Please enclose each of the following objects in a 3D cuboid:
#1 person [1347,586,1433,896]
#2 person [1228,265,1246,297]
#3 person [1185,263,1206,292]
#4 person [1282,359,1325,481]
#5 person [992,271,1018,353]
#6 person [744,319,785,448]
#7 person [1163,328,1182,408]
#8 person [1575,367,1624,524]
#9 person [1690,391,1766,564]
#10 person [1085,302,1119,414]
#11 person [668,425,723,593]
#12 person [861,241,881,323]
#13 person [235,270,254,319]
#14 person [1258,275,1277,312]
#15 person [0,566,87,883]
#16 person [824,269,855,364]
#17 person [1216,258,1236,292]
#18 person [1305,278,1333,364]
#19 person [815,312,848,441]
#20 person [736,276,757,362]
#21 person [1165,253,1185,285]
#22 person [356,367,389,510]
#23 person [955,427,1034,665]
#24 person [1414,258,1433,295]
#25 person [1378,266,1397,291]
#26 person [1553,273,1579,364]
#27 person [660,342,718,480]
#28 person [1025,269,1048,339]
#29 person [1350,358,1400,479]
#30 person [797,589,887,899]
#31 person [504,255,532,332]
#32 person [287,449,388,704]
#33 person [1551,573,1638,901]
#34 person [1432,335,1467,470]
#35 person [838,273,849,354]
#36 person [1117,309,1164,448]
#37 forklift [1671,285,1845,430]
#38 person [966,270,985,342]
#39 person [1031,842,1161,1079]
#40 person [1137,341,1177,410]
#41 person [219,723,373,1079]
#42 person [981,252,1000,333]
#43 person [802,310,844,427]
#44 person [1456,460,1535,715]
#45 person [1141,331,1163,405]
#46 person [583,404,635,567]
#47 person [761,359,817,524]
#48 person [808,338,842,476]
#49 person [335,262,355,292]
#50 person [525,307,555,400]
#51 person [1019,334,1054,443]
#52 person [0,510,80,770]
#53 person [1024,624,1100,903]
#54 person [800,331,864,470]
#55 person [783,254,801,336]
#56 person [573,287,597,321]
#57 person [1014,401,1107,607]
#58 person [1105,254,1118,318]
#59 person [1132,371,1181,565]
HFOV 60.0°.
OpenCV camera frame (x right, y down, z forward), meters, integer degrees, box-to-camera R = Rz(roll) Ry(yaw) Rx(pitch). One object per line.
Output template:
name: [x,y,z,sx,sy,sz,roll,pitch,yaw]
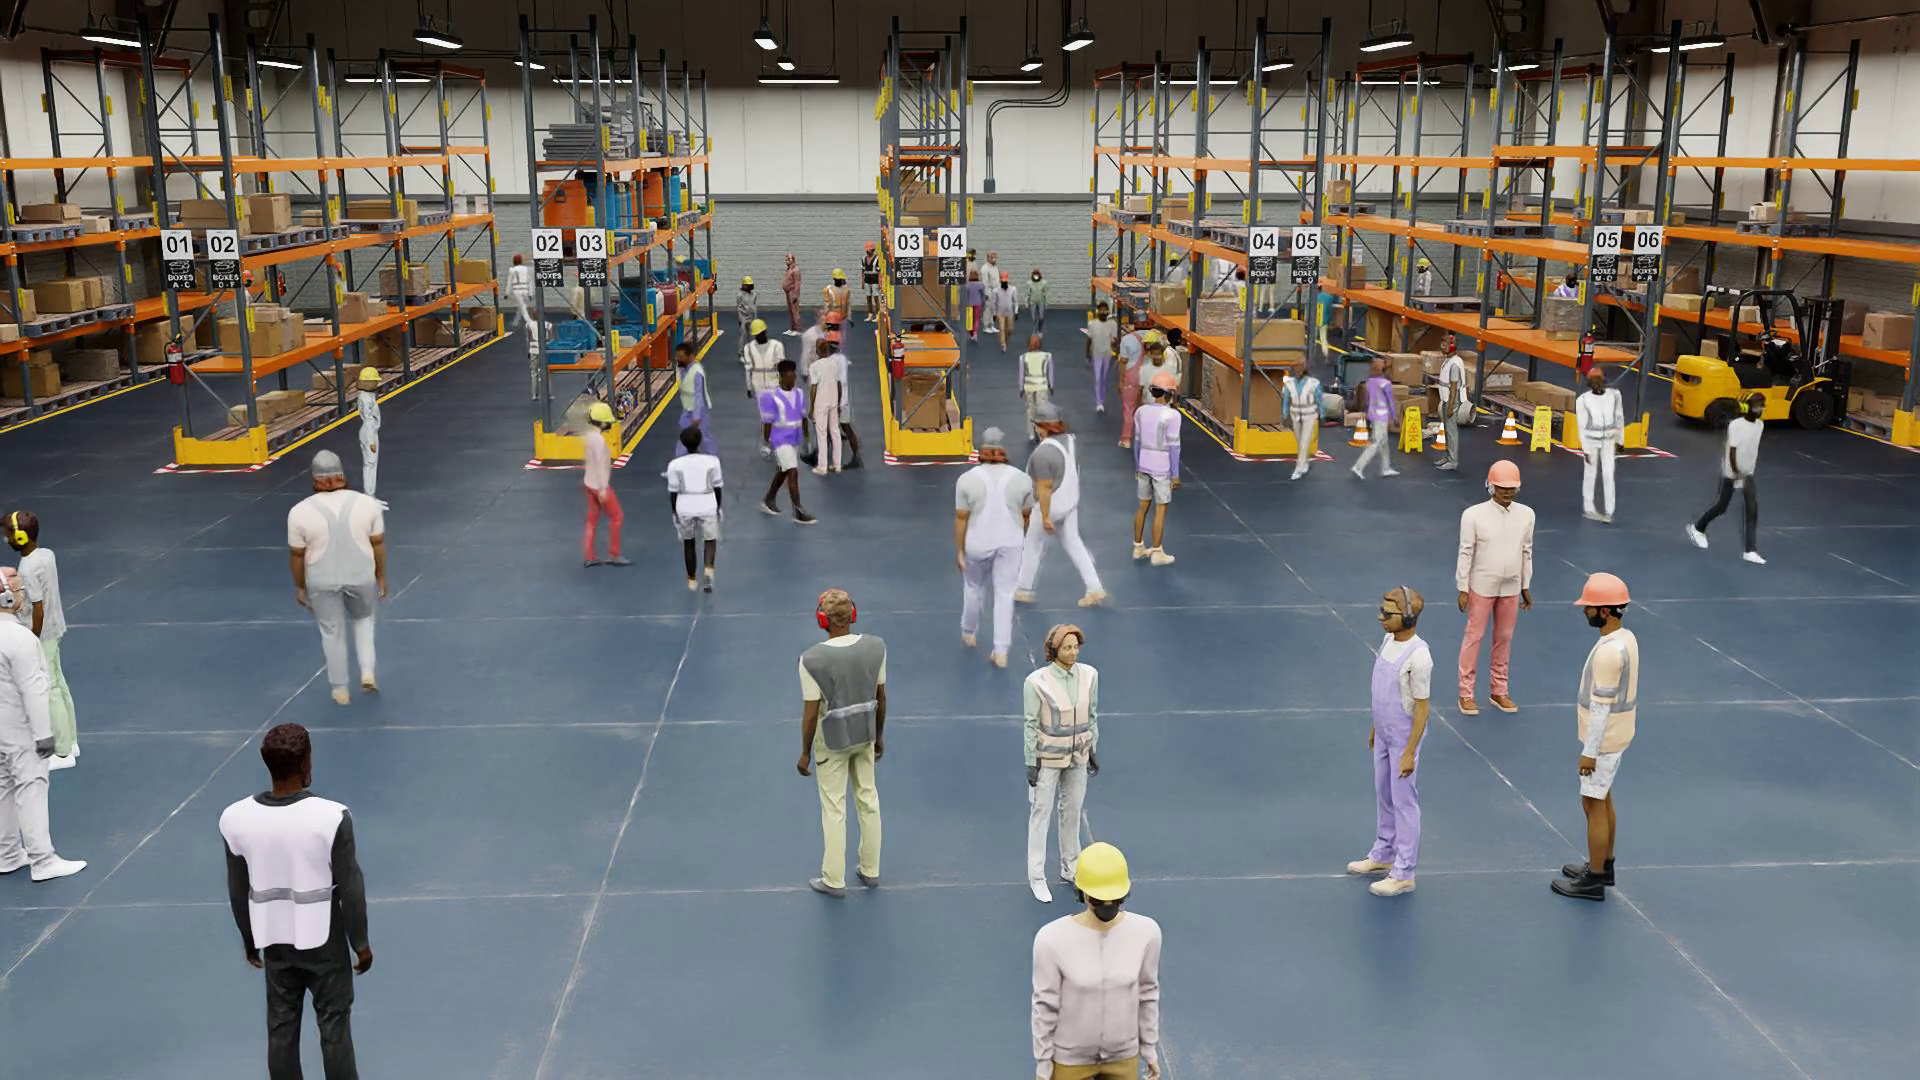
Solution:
person: [2.548,1.166,9.748,0.345,1.846,0.507,-3,14,-12]
person: [5.683,-4.580,33.691,0.618,2.025,0.438,-1,13,-5]
person: [5.530,-5.911,39.384,0.633,2.015,0.807,-9,16,-35]
person: [4.587,-1.631,22.143,0.518,1.590,0.873,9,16,32]
person: [0.955,-4.888,35.617,0.579,1.738,0.535,-3,14,-11]
person: [-2.839,-2.299,24.321,0.608,1.891,0.543,0,13,-2]
person: [3.160,-2.337,24.927,0.319,1.689,0.539,2,13,10]
person: [7.446,-1.091,19.327,0.657,1.841,0.731,0,13,2]
person: [8.299,-0.718,17.805,0.482,1.820,0.953,-4,14,-16]
person: [2.361,-2.984,27.368,0.555,1.822,0.941,-1,13,-4]
person: [-2.570,-0.278,16.199,0.538,1.682,0.538,-2,13,-10]
person: [-2.228,-6.457,41.651,0.611,2.031,0.411,9,16,33]
person: [-13.881,-4.251,32.396,0.404,1.991,0.625,-9,16,-34]
person: [8.202,-6.905,44.415,0.509,1.622,0.330,0,13,0]
person: [-5.621,1.094,9.920,0.643,1.910,0.400,7,15,27]
person: [-2.458,-4.532,33.743,0.645,1.915,0.535,-8,15,-30]
person: [6.868,-6.595,42.620,0.606,1.841,0.923,9,16,33]
person: [7.284,-4.436,33.735,0.569,1.726,0.731,-1,13,-3]
person: [-1.901,-2.444,24.867,0.546,1.928,0.384,12,18,42]
person: [-4.339,-4.516,34.035,0.483,1.745,0.304,-12,18,-42]
person: [4.960,-5.780,39.074,0.584,1.887,0.884,-3,14,-14]
person: [-7.102,-1.225,20.115,0.325,1.736,0.485,-5,14,-22]
person: [0.280,-0.007,14.299,0.683,2.000,0.985,-1,13,-5]
person: [10.691,-5.587,38.416,0.404,1.824,0.591,0,13,0]
person: [9.726,-5.389,37.831,0.315,1.696,0.541,-8,15,-30]
person: [12.332,-4.495,33.739,0.627,1.844,0.429,-2,13,-9]
person: [-3.536,-1.684,21.829,0.603,1.838,1.014,12,18,42]
person: [1.740,-5.353,37.851,0.521,1.617,0.374,0,13,1]
person: [5.515,-1.601,21.977,0.773,1.605,0.516,-3,14,-14]
person: [-0.672,1.188,9.668,0.563,1.838,0.388,-9,16,-33]
person: [-10.501,-5.857,39.524,0.991,1.830,0.597,8,16,32]
person: [-4.894,0.280,13.081,0.711,2.000,0.535,-7,15,-28]
person: [3.723,1.137,9.713,0.390,1.924,0.548,7,15,29]
person: [6.693,-1.872,22.650,0.392,1.836,0.561,2,13,7]
person: [-2.521,-4.774,35.075,0.309,1.772,0.525,2,13,10]
person: [2.611,-2.364,24.281,0.687,2.000,0.536,-4,14,-17]
forklift: [12.503,-2.886,26.166,2.313,2.155,1.214,-1,13,-3]
person: [0.319,-5.305,37.689,0.498,1.605,0.749,2,13,8]
person: [0.528,1.991,6.420,0.523,1.769,0.324,-3,14,-14]
person: [2.602,-1.711,21.928,0.553,1.849,0.475,2,13,9]
person: [-2.856,1.735,7.224,0.587,1.899,0.390,1,13,4]
person: [0.743,-5.863,39.400,0.403,1.904,0.651,6,15,25]
person: [-2.088,-2.638,25.869,0.663,1.842,1.026,-11,17,-38]
person: [4.126,0.363,12.825,0.622,1.993,0.382,-2,14,-10]
person: [2.740,-2.131,23.932,0.305,1.743,0.494,-4,14,-18]
person: [-3.680,-0.568,17.339,0.611,1.732,0.525,-8,15,-29]
person: [-2.062,-1.189,19.563,0.982,1.926,0.615,11,17,38]
person: [-1.804,-1.782,22.244,0.506,1.842,0.344,-10,17,-37]
person: [-14.223,-5.545,38.394,0.594,1.735,0.413,-9,16,-34]
person: [-7.270,-3.233,28.845,0.509,1.629,0.316,0,13,2]
person: [1.117,-2.231,24.624,0.521,1.612,0.671,3,14,11]
person: [-6.462,0.703,11.672,0.328,1.865,0.517,-4,14,-16]
person: [0.587,1.280,9.696,0.514,1.644,0.308,-8,16,-31]
person: [-1.726,-1.903,22.681,1.006,1.883,0.551,7,15,27]
person: [-3.933,-5.723,38.817,0.407,1.902,0.639,-5,14,-21]
person: [-8.127,-4.940,35.943,0.853,1.702,0.596,8,15,30]
person: [0.927,-0.365,15.814,1.018,2.000,0.683,10,17,37]
person: [3.921,-6.559,42.904,0.513,1.645,0.307,-12,18,-42]
person: [2.090,-0.761,17.540,0.449,2.030,0.622,-10,16,-36]
